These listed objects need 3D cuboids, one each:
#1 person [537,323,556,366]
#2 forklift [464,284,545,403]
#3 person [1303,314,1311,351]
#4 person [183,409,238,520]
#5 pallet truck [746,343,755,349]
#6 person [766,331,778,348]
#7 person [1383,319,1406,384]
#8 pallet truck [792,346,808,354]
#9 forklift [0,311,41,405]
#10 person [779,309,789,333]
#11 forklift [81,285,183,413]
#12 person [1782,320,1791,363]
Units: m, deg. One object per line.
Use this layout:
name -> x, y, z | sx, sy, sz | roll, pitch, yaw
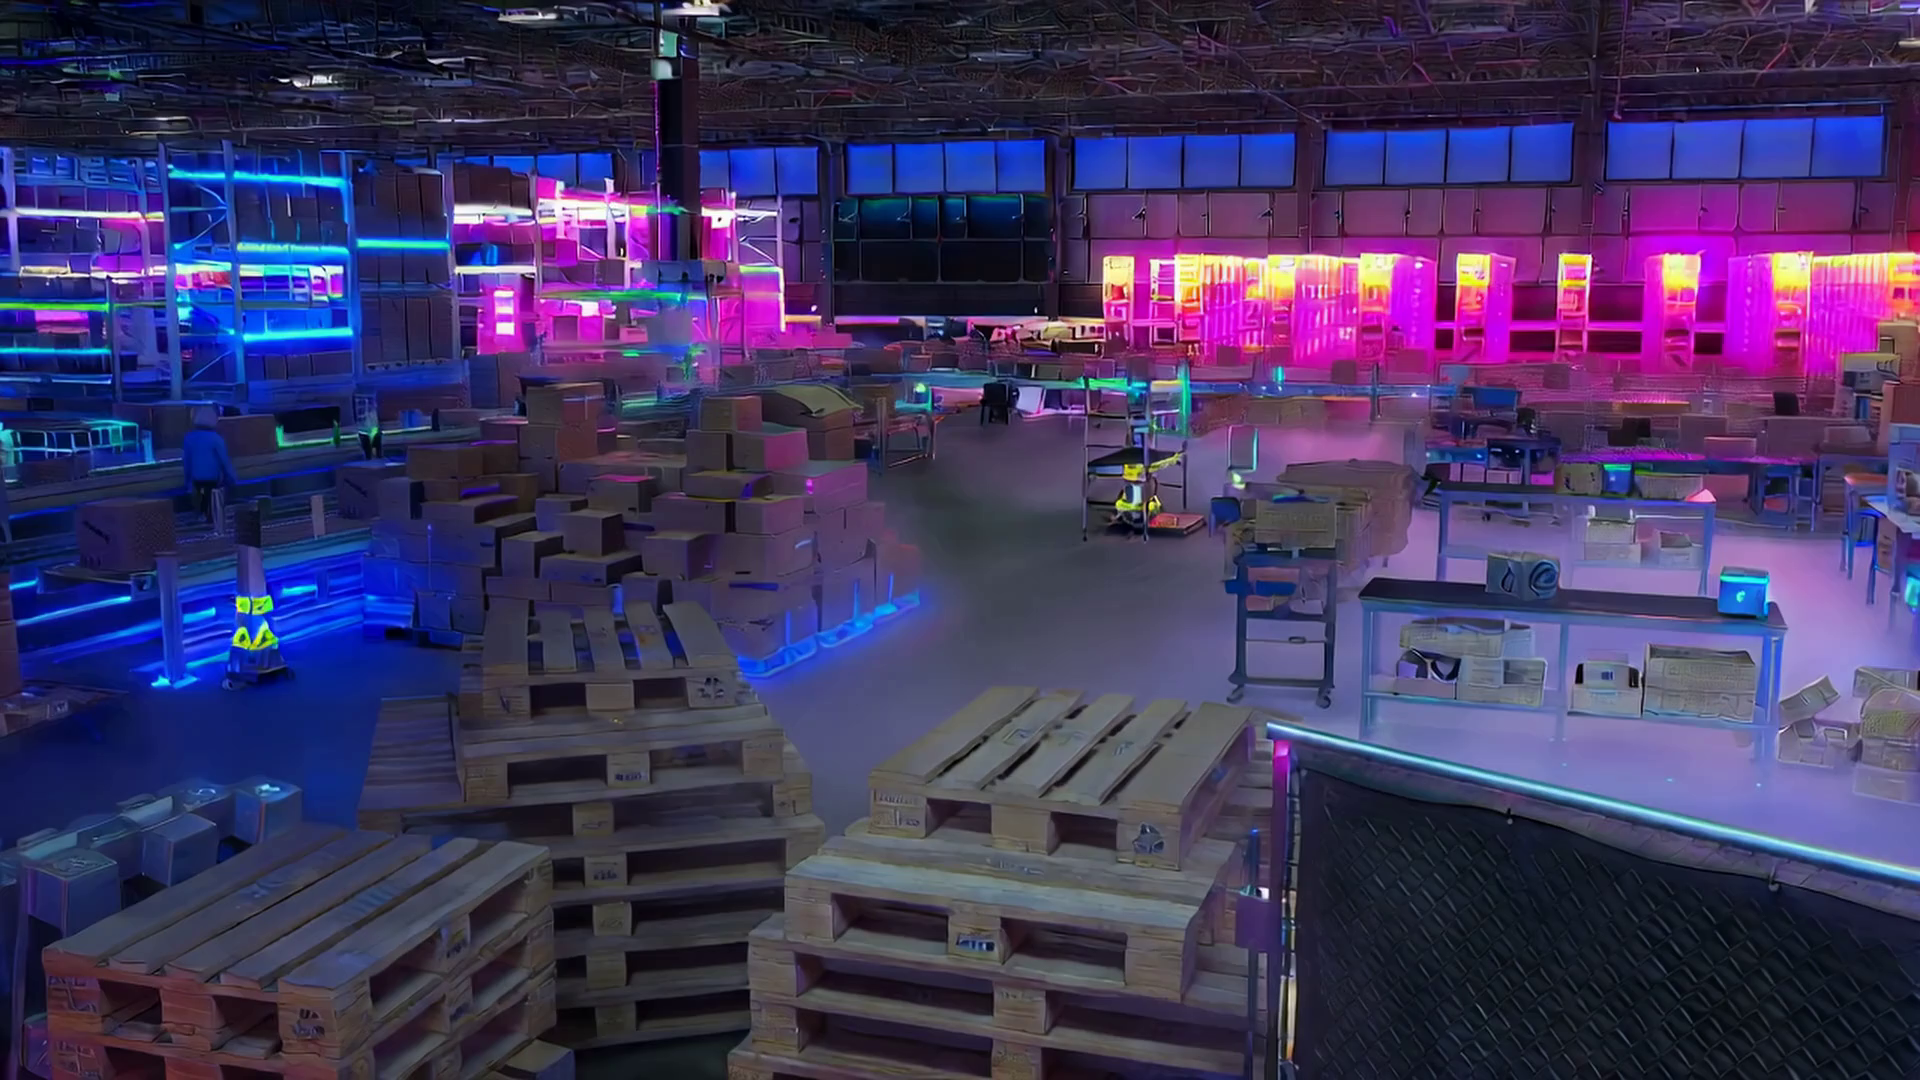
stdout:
person -> -11.818, -5.341, 47.388 | 0.532, 1.669, 0.810 | 3, 9, 17
forklift -> -10.832, -4.702, 39.610 | 1.129, 2.768, 1.873 | 3, 10, 20
person -> 10.907, -6.171, 52.150 | 0.430, 1.820, 0.618 | 2, 9, 13
person -> -8.192, -0.645, 18.179 | 0.522, 1.579, 0.872 | 2, 9, 15
pallet truck -> -6.183, -4.618, 44.264 | 1.601, 1.201, 0.680 | -9, 12, -43
person -> -4.478, -4.054, 39.139 | 0.870, 1.729, 0.525 | 1, 9, 9
person -> 10.858, -4.537, 41.502 | 0.408, 1.942, 0.615 | -8, 12, -42
pallet truck -> -3.705, -4.298, 42.022 | 0.653, 1.274, 1.630 | 3, 10, 20
forklift -> -21.399, -4.415, 37.812 | 1.873, 2.768, 1.129 | 3, 10, 19
person -> -7.060, -8.328, 66.009 | 0.904, 1.718, 0.538 | 4, 10, 24
forklift -> -18.025, -4.148, 36.133 | 1.873, 2.768, 1.129 | 3, 10, 20
person -> 23.320, -5.374, 47.101 | 0.556, 1.821, 0.589 | 2, 9, 11
